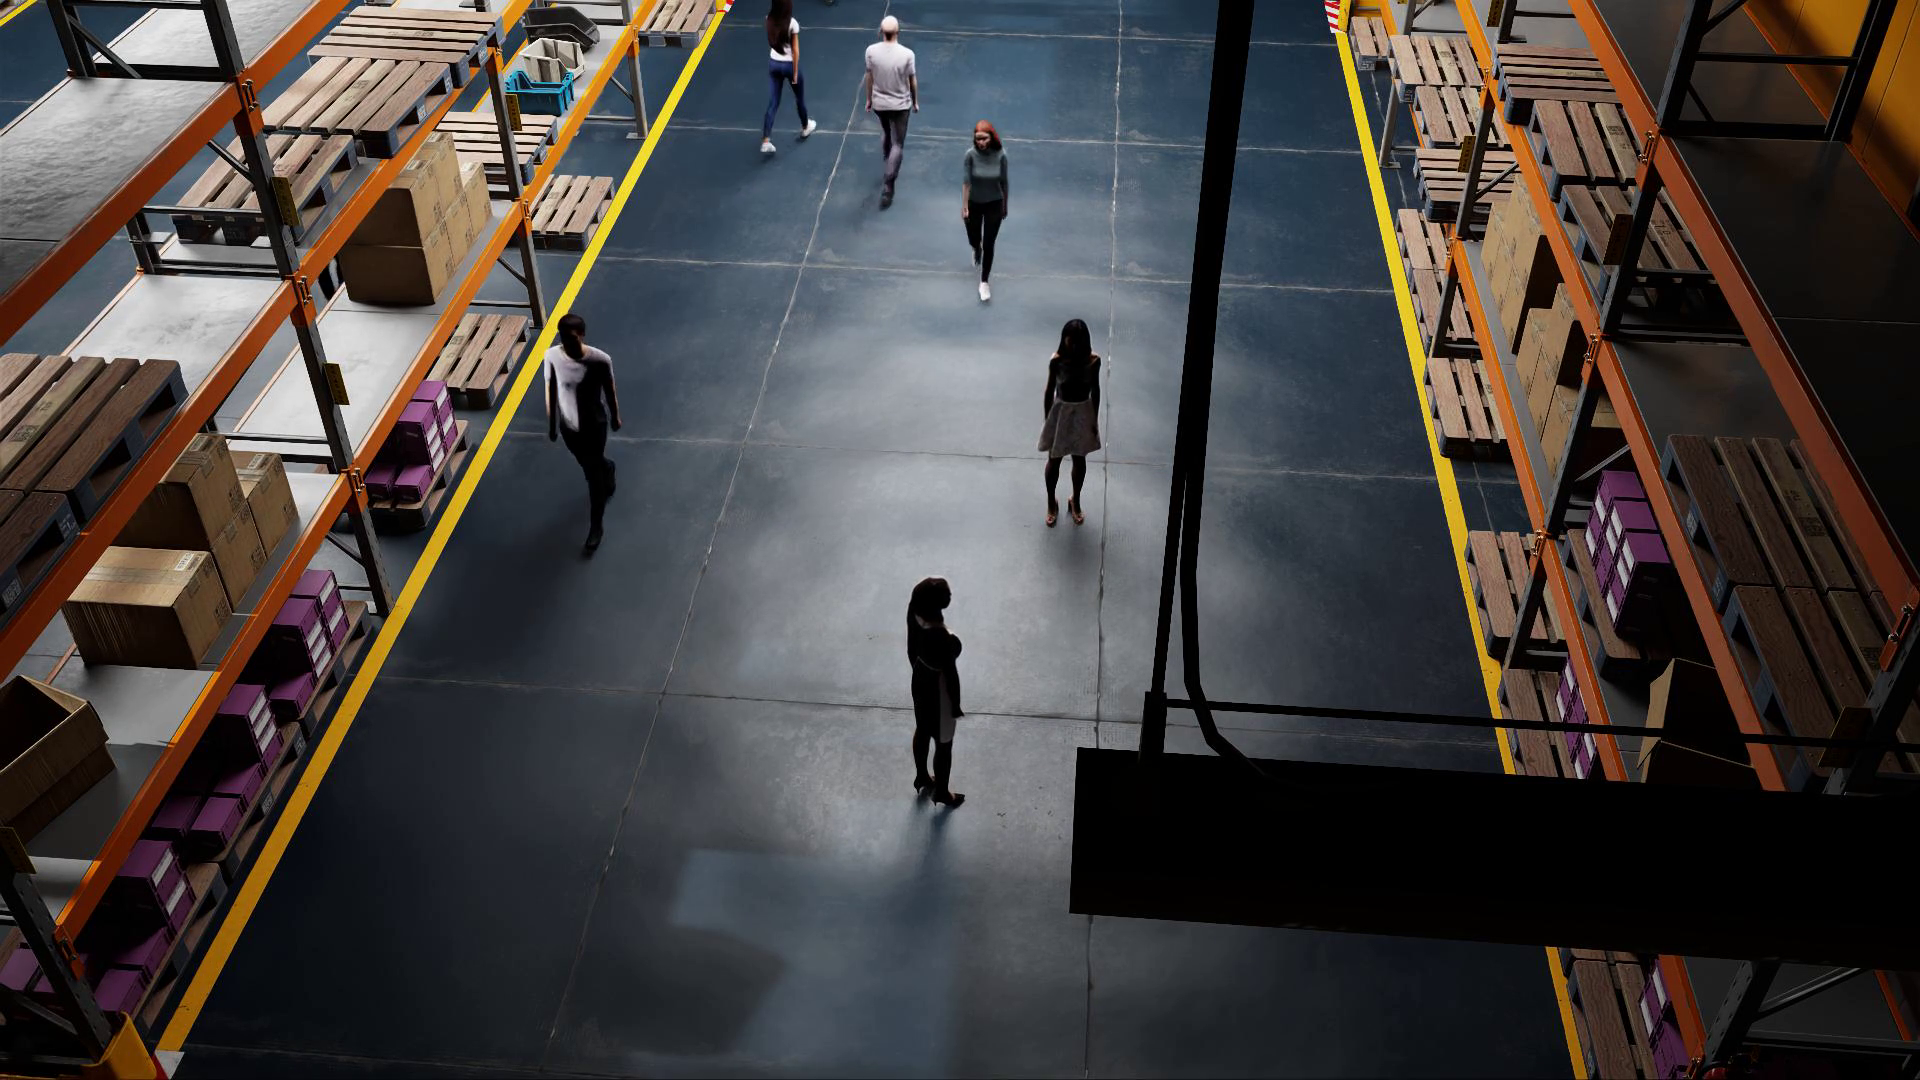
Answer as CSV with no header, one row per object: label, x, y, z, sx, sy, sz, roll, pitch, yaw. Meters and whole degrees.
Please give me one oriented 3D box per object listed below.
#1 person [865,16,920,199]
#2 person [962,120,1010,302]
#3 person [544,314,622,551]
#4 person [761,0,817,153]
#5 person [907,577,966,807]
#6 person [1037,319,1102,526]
person,-0.717,-4.345,16.817,0.829,1.808,1.256,10,40,12
person,0.212,-3.089,15.309,0.666,1.727,0.936,-3,39,-4
person,-2.803,-0.928,12.515,0.708,1.838,1.186,6,39,7
person,-1.919,-4.929,17.608,0.923,1.735,1.246,18,42,22
person,-0.156,0.945,10.202,0.695,1.796,0.630,-27,46,-29
person,0.829,-0.875,12.504,0.688,1.769,0.683,-3,39,-3
